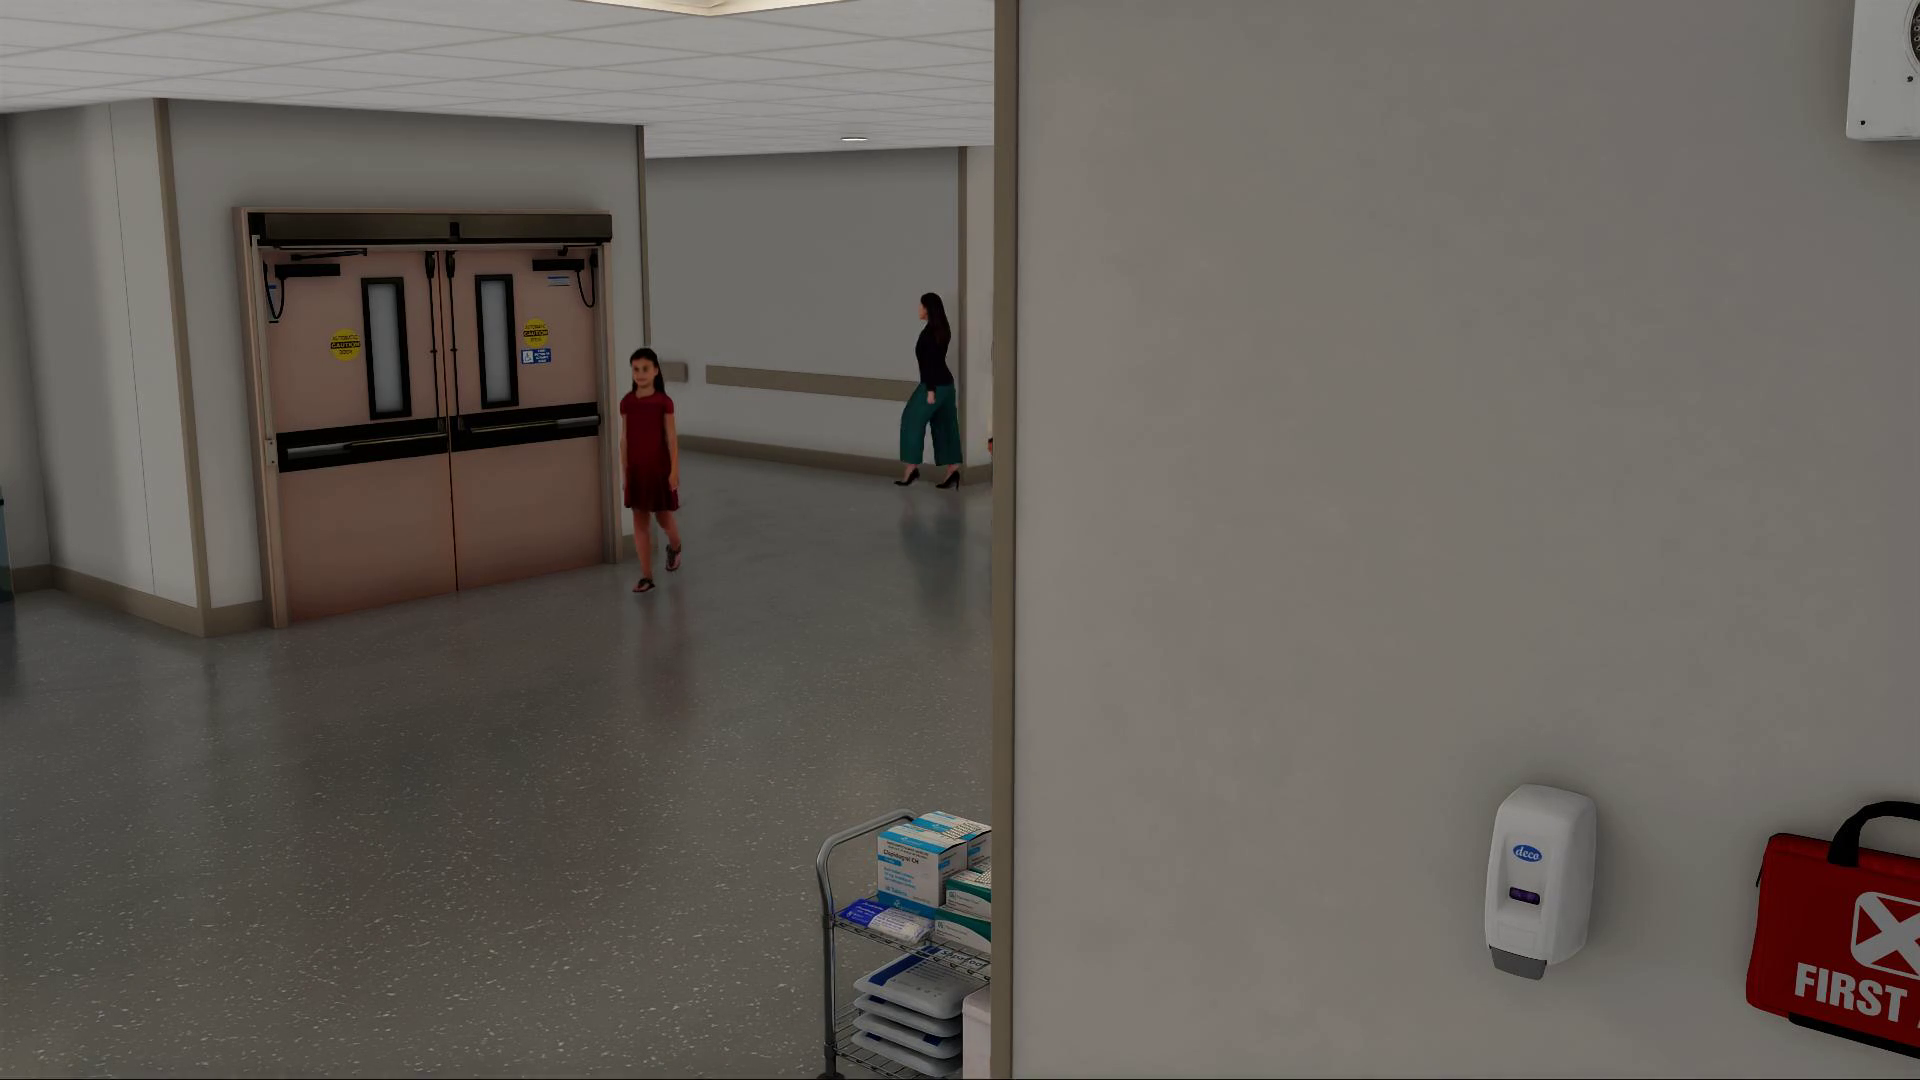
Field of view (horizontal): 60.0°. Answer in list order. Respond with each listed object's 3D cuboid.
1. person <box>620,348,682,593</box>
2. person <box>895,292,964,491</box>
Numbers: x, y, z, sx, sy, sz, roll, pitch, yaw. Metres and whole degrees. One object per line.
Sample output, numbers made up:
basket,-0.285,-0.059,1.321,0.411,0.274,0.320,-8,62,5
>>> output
person,-1.979,-0.458,10.713,0.834,1.534,0.975,1,11,6
person,-0.131,-1.278,14.539,0.756,1.718,0.803,5,12,26
